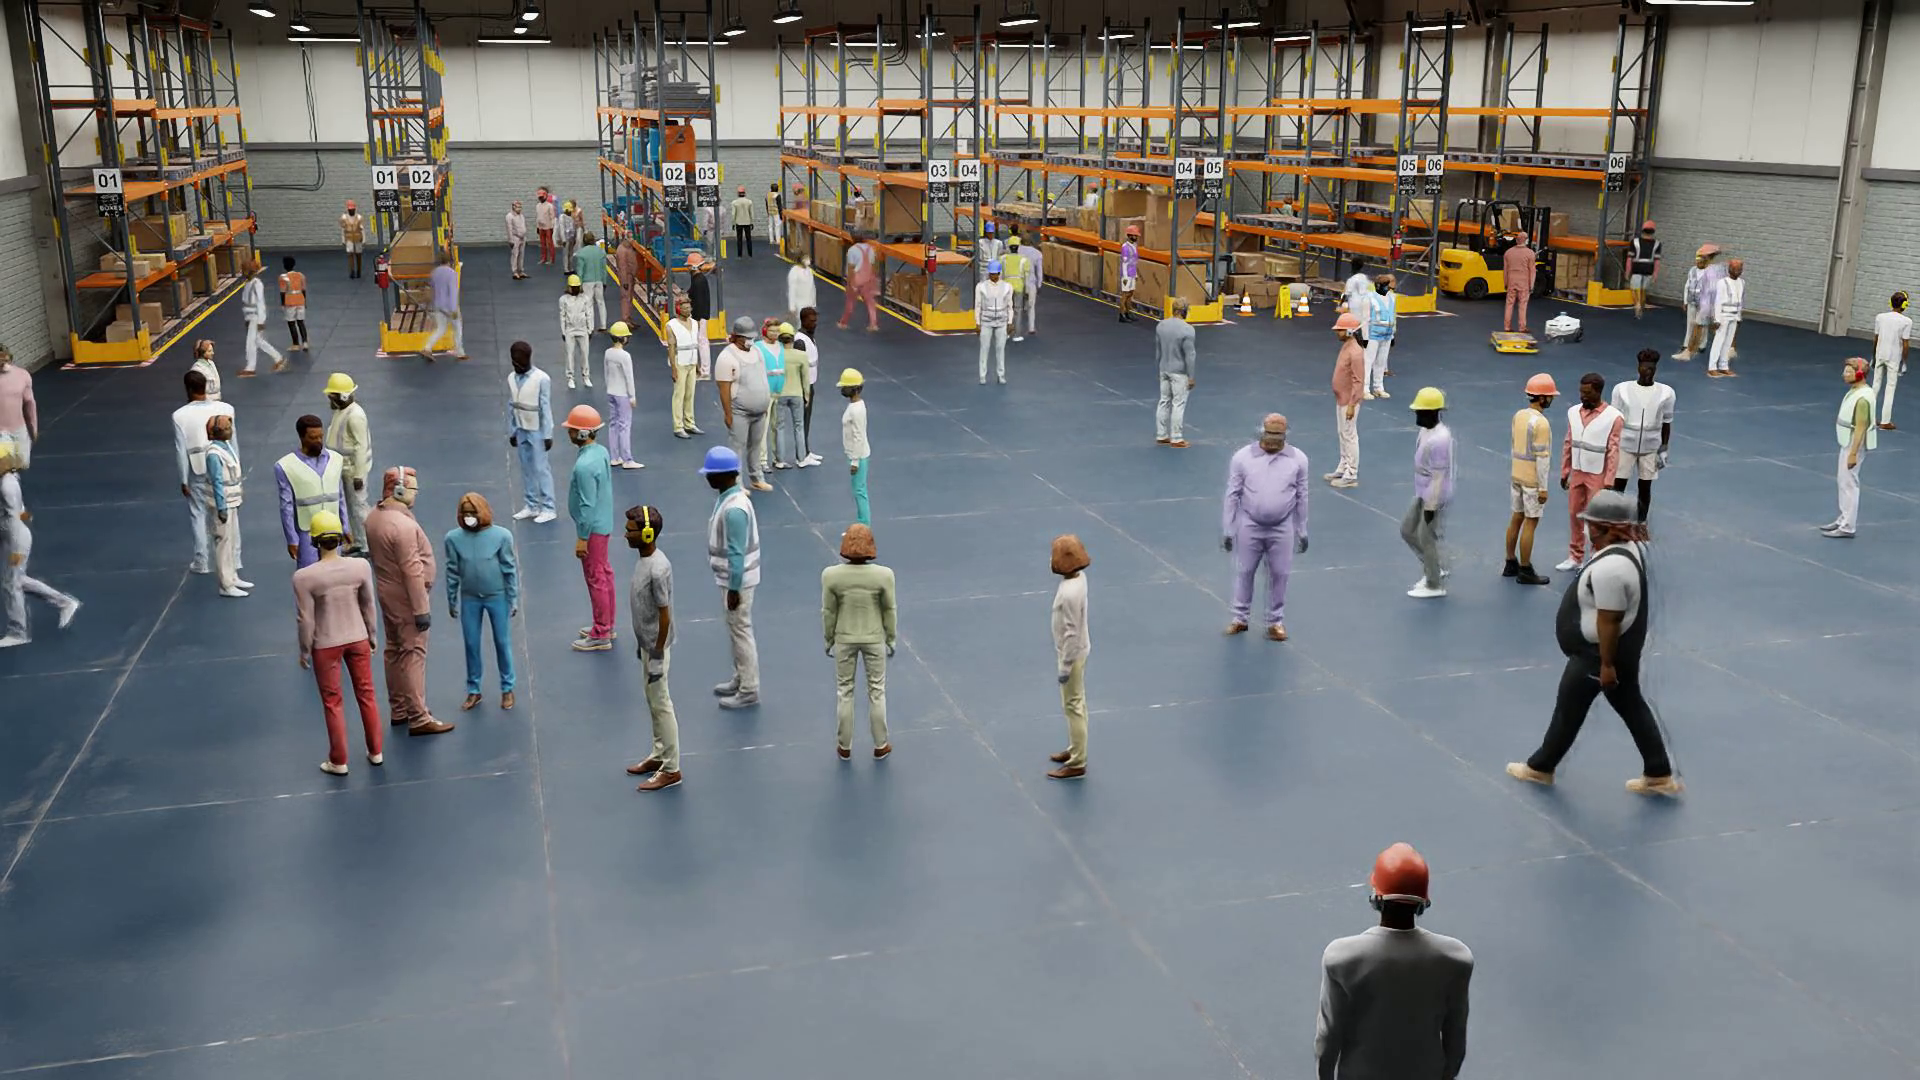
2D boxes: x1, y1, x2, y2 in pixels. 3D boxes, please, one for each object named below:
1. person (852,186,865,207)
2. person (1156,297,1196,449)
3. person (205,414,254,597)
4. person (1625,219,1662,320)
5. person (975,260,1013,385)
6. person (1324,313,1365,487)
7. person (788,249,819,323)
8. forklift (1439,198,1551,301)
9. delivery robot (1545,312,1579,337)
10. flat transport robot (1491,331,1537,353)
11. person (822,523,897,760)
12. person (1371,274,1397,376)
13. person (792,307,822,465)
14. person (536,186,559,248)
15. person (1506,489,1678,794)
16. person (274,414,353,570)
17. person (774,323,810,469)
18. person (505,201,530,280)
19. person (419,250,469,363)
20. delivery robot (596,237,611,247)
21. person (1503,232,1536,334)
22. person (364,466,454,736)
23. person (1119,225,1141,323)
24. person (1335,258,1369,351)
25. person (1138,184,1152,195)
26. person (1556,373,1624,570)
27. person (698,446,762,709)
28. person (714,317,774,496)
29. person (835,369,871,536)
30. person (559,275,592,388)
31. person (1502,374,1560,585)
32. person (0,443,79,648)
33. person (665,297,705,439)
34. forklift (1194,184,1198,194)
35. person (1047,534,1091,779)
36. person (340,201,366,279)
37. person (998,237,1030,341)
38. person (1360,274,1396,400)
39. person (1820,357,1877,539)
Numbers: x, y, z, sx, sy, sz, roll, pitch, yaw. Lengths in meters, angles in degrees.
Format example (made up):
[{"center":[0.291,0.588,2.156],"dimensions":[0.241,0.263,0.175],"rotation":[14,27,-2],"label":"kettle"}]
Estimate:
[{"center":[-2.915,-9.154,47.580],"dimensions":[0.354,1.939,0.544],"rotation":[6,16,22],"label":"person"},{"center":[2.739,-2.113,21.112],"dimensions":[0.381,1.928,0.635],"rotation":[-12,19,-37],"label":"person"},{"center":[-6.570,-0.314,14.885],"dimensions":[0.315,1.640,0.514],"rotation":[-3,15,-12],"label":"person"},{"center":[13.630,-5.370,33.188],"dimensions":[0.618,2.017,0.690],"rotation":[3,15,9],"label":"person"},{"center":[0.532,-3.377,25.830],"dimensions":[0.605,1.944,0.403],"rotation":[-2,15,-8],"label":"person"},{"center":[4.419,-1.605,19.063],"dimensions":[0.397,1.992,0.621],"rotation":[0,15,0],"label":"person"},{"center":[-2.598,-3.908,27.871],"dimensions":[0.430,1.928,0.632],"rotation":[6,16,22],"label":"person"},{"center":[11.913,-6.508,37.130],"dimensions":[2.313,2.155,1.214],"rotation":[-4,15,-15],"label":"forklift"},{"center":[10.983,-3.910,30.317],"dimensions":[0.707,0.478,0.477],"rotation":[-14,20,-42],"label":"delivery robot"},{"center":[9.860,-3.528,29.606],"dimensions":[0.652,0.197,1.431],"rotation":[3,15,12],"label":"flat transport robot"},{"center":[-0.670,0.684,11.145],"dimensions":[0.500,1.633,0.279],"rotation":[0,15,0],"label":"person"},{"center":[6.829,-3.457,26.745],"dimensions":[0.281,1.628,0.503],"rotation":[-6,16,-21],"label":"person"},{"center":[-1.890,-1.878,20.248],"dimensions":[0.395,1.915,0.587],"rotation":[1,15,3],"label":"person"},{"center":[-12.312,-9.617,49.586],"dimensions":[0.703,1.812,0.431],"rotation":[-9,17,-30],"label":"person"},{"center":[4.146,0.630,10.567],"dimensions":[1.024,2.000,0.695],"rotation":[10,18,33],"label":"person"},{"center":[-5.200,-0.072,13.443],"dimensions":[0.391,1.920,0.593],"rotation":[10,18,32],"label":"person"},{"center":[-2.065,-1.724,19.968],"dimensions":[0.540,1.760,0.341],"rotation":[-3,15,-12],"label":"person"},{"center":[-10.892,-7.388,41.003],"dimensions":[0.410,1.905,0.641],"rotation":[5,16,18],"label":"person"},{"center":[-8.696,-3.895,27.898],"dimensions":[0.663,1.896,0.881],"rotation":[9,17,29],"label":"person"},{"center":[-10.012,-8.258,46.679],"dimensions":[0.477,0.478,0.707],"rotation":[-5,16,-18],"label":"delivery robot"},{"center":[10.589,-4.854,31.450],"dimensions":[0.409,1.913,0.647],"rotation":[-14,20,-42],"label":"person"},{"center":[-3.858,0.420,11.628],"dimensions":[0.407,1.902,0.639],"rotation":[-12,19,-38],"label":"person"},{"center":[3.391,-5.275,33.016],"dimensions":[0.394,1.930,0.539],"rotation":[8,17,27],"label":"person"},{"center":[6.796,-4.037,28.793],"dimensions":[0.590,1.673,0.564],"rotation":[13,19,39],"label":"person"},{"center":[5.913,-10.679,53.391],"dimensions":[0.425,1.911,0.640],"rotation":[-12,19,-38],"label":"person"},{"center":[5.871,-0.615,15.516],"dimensions":[0.407,1.907,0.598],"rotation":[-9,17,-29],"label":"person"},{"center":[-1.668,0.264,12.148],"dimensions":[0.429,1.937,0.628],"rotation":[-3,15,-13],"label":"person"},{"center":[-2.381,-1.506,18.602],"dimensions":[0.535,2.000,0.685],"rotation":[10,18,33],"label":"person"},{"center":[-1.062,-0.833,16.612],"dimensions":[0.359,1.765,0.580],"rotation":[-2,15,-7],"label":"person"},{"center":[-5.901,-3.213,25.611],"dimensions":[0.484,1.738,0.320],"rotation":[-6,16,-22],"label":"person"},{"center":[5.246,-0.562,15.250],"dimensions":[0.356,1.939,0.543],"rotation":[-3,15,-9],"label":"person"},{"center":[-7.653,0.005,13.559],"dimensions":[0.602,1.716,0.495],"rotation":[-10,18,-33],"label":"person"},{"center":[-3.628,-2.271,21.855],"dimensions":[0.390,1.846,0.565],"rotation":[8,17,27],"label":"person"},{"center":[7.392,-11.333,53.972],"dimensions":[1.873,2.768,1.129],"rotation":[-4,15,-15],"label":"forklift"},{"center":[0.714,0.757,10.871],"dimensions":[0.268,1.630,0.507],"rotation":[2,15,8],"label":"person"},{"center":[-14.930,-7.374,40.965],"dimensions":[0.573,1.888,0.962],"rotation":[-4,15,-16],"label":"person"},{"center":[0.987,-4.638,30.730],"dimensions":[0.614,1.872,0.810],"rotation":[1,15,2],"label":"person"},{"center":[6.201,-3.004,24.623],"dimensions":[0.622,1.845,0.429],"rotation":[-9,17,-30],"label":"person"},{"center":[9.038,-0.926,16.812],"dimensions":[0.387,1.839,0.572],"rotation":[6,16,20],"label":"person"}]
